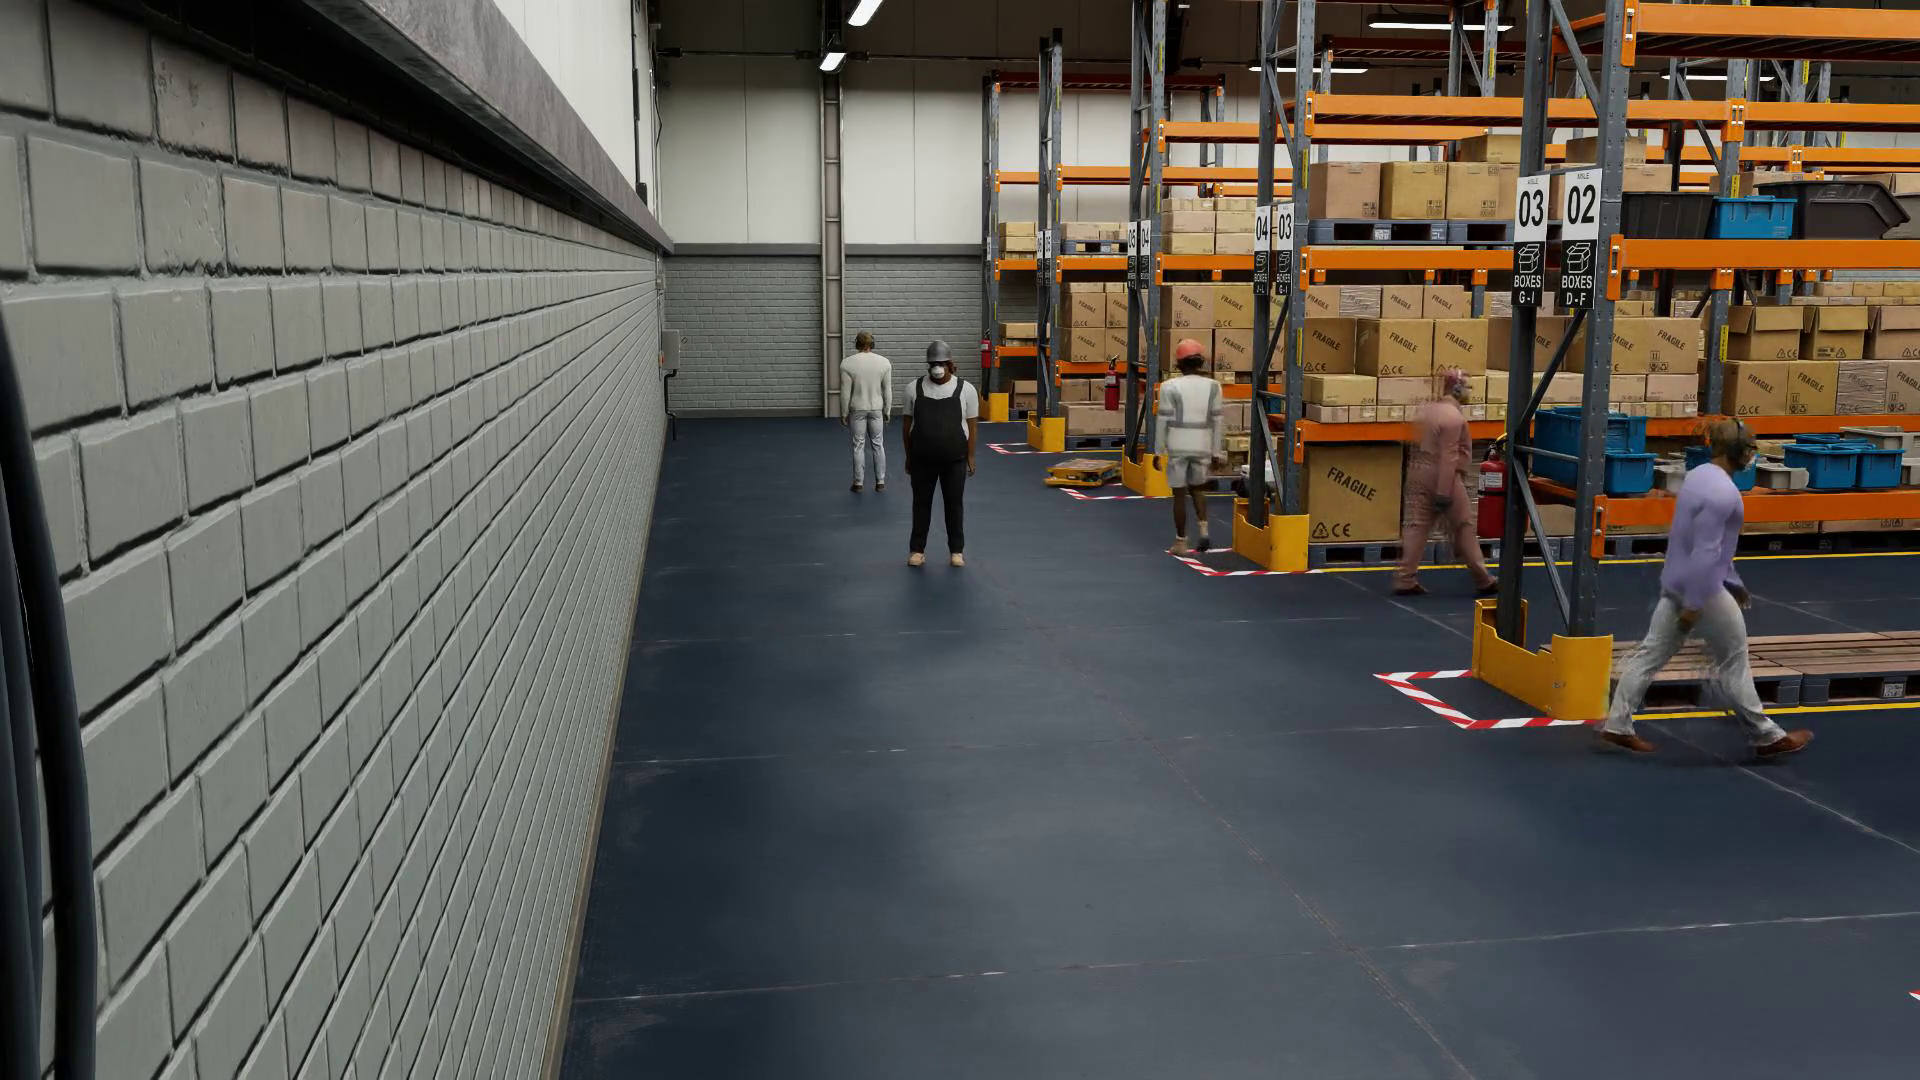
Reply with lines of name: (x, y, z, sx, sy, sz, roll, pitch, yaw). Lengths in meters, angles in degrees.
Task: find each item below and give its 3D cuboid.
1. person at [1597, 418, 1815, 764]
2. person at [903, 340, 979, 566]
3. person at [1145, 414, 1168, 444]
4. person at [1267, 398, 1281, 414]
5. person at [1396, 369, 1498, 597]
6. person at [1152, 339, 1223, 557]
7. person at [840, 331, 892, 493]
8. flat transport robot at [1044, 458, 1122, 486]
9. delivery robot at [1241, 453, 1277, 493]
person: (4.022, 0.279, 8.957, 1.112, 1.867, 0.619, 1, 9, 7)
person: (-0.184, -0.771, 14.901, 0.676, 2.000, 0.536, 1, 9, 5)
person: (2.463, -1.619, 20.703, 0.333, 1.860, 0.509, -4, 10, -23)
person: (4.367, -2.020, 23.229, 0.389, 1.838, 0.563, -5, 10, -28)
person: (4.038, -0.448, 13.492, 0.989, 1.854, 0.641, -1, 9, -6)
person: (2.102, -0.845, 15.424, 0.617, 2.029, 0.417, -3, 10, -15)
person: (-1.125, -1.529, 19.899, 0.633, 1.936, 0.353, -2, 10, -15)
flat transport robot: (1.563, -0.858, 20.885, 0.652, 0.197, 1.431, 3, 10, 19)
delivery robot: (3.596, -0.750, 19.053, 0.707, 0.478, 0.477, -1, 9, -8)
